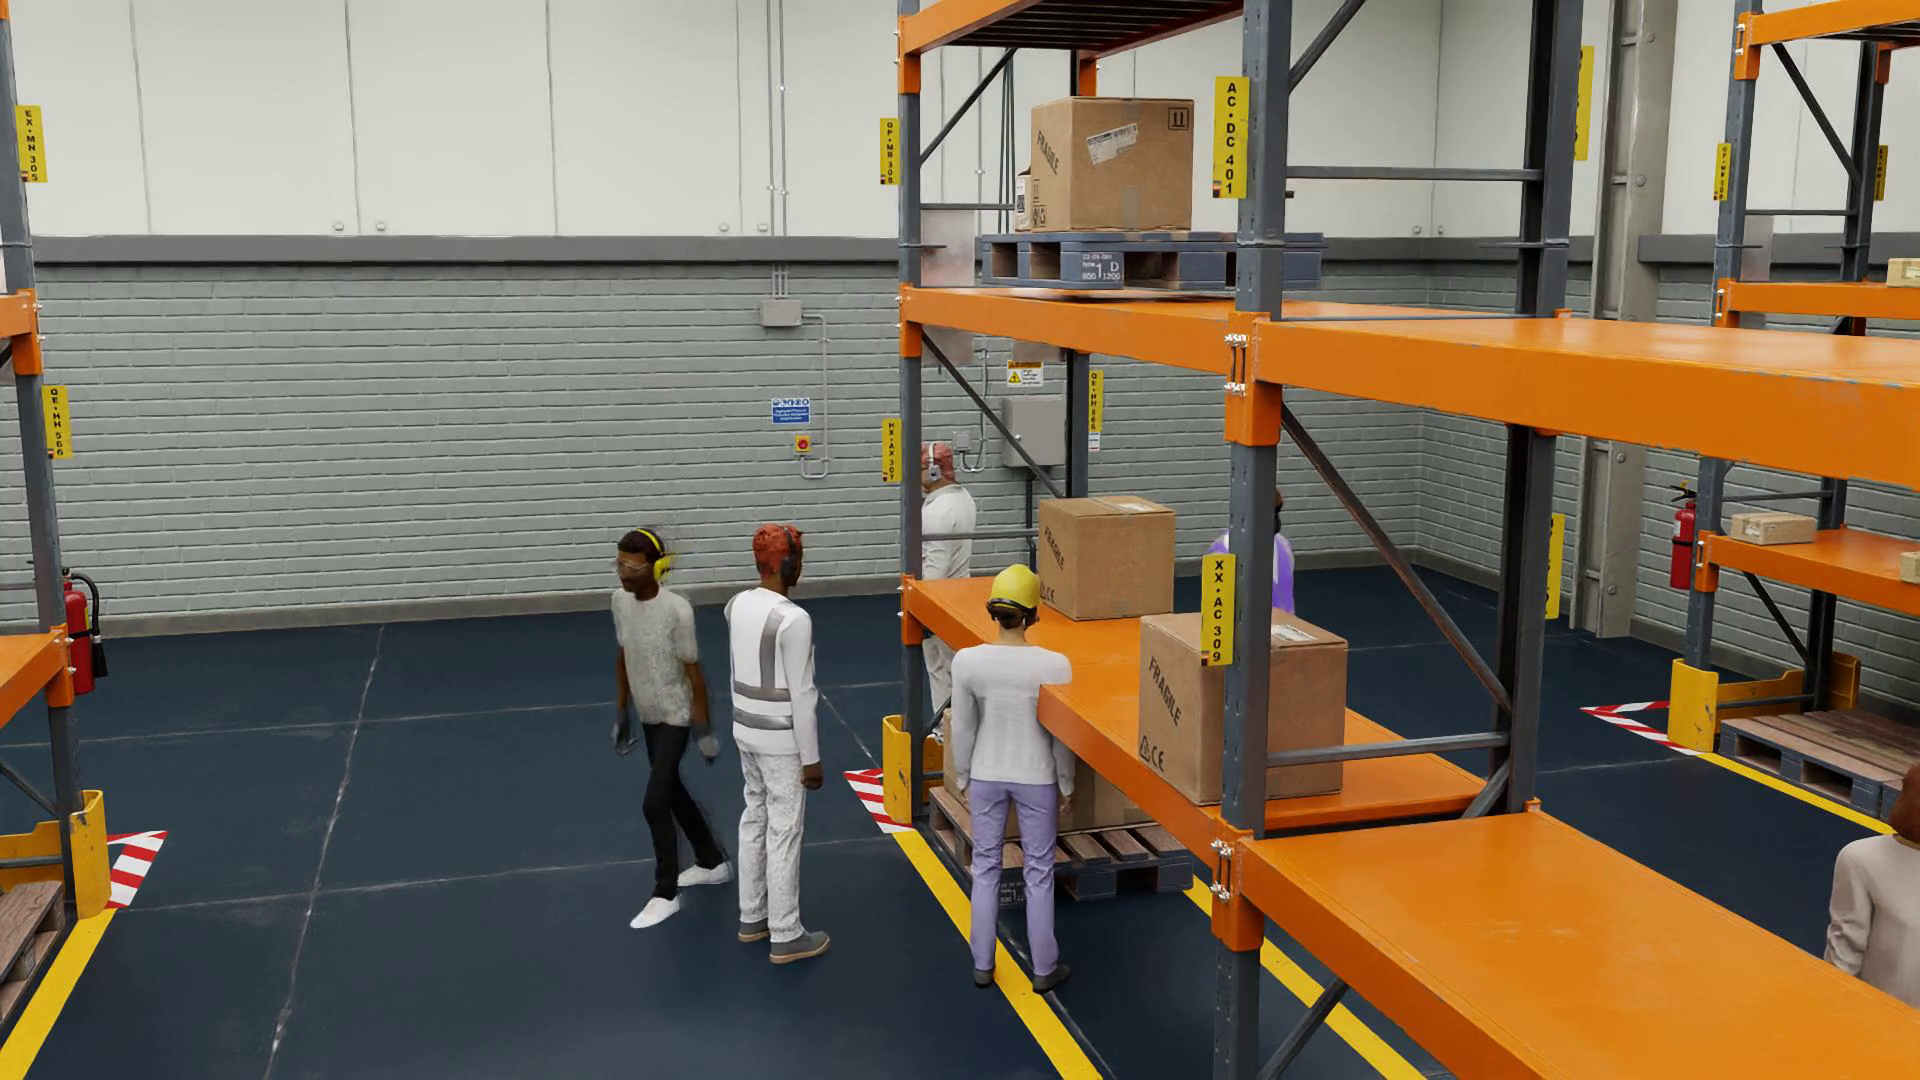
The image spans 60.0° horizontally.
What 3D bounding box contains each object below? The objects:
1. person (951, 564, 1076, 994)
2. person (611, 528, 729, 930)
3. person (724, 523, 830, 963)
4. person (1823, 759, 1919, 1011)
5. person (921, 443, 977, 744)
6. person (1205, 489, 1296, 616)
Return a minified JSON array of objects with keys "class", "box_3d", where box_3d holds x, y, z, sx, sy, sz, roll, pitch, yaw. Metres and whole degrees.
[{"class":"person","box_3d":[0.223,0.975,6.796,0.524,1.770,0.315,3,10,16]},{"class":"person","box_3d":[-1.304,0.815,7.617,0.529,1.815,0.679,9,13,41]},{"class":"person","box_3d":[-0.797,0.860,7.142,0.346,1.879,0.580,-7,12,-36]},{"class":"person","box_3d":[2.731,1.398,4.756,0.500,1.636,0.282,2,10,13]},{"class":"person","box_3d":[-0.131,0.368,9.877,0.409,1.903,0.639,2,10,13]},{"class":"person","box_3d":[1.529,0.610,8.701,0.616,1.835,0.429,-9,13,-40]}]
